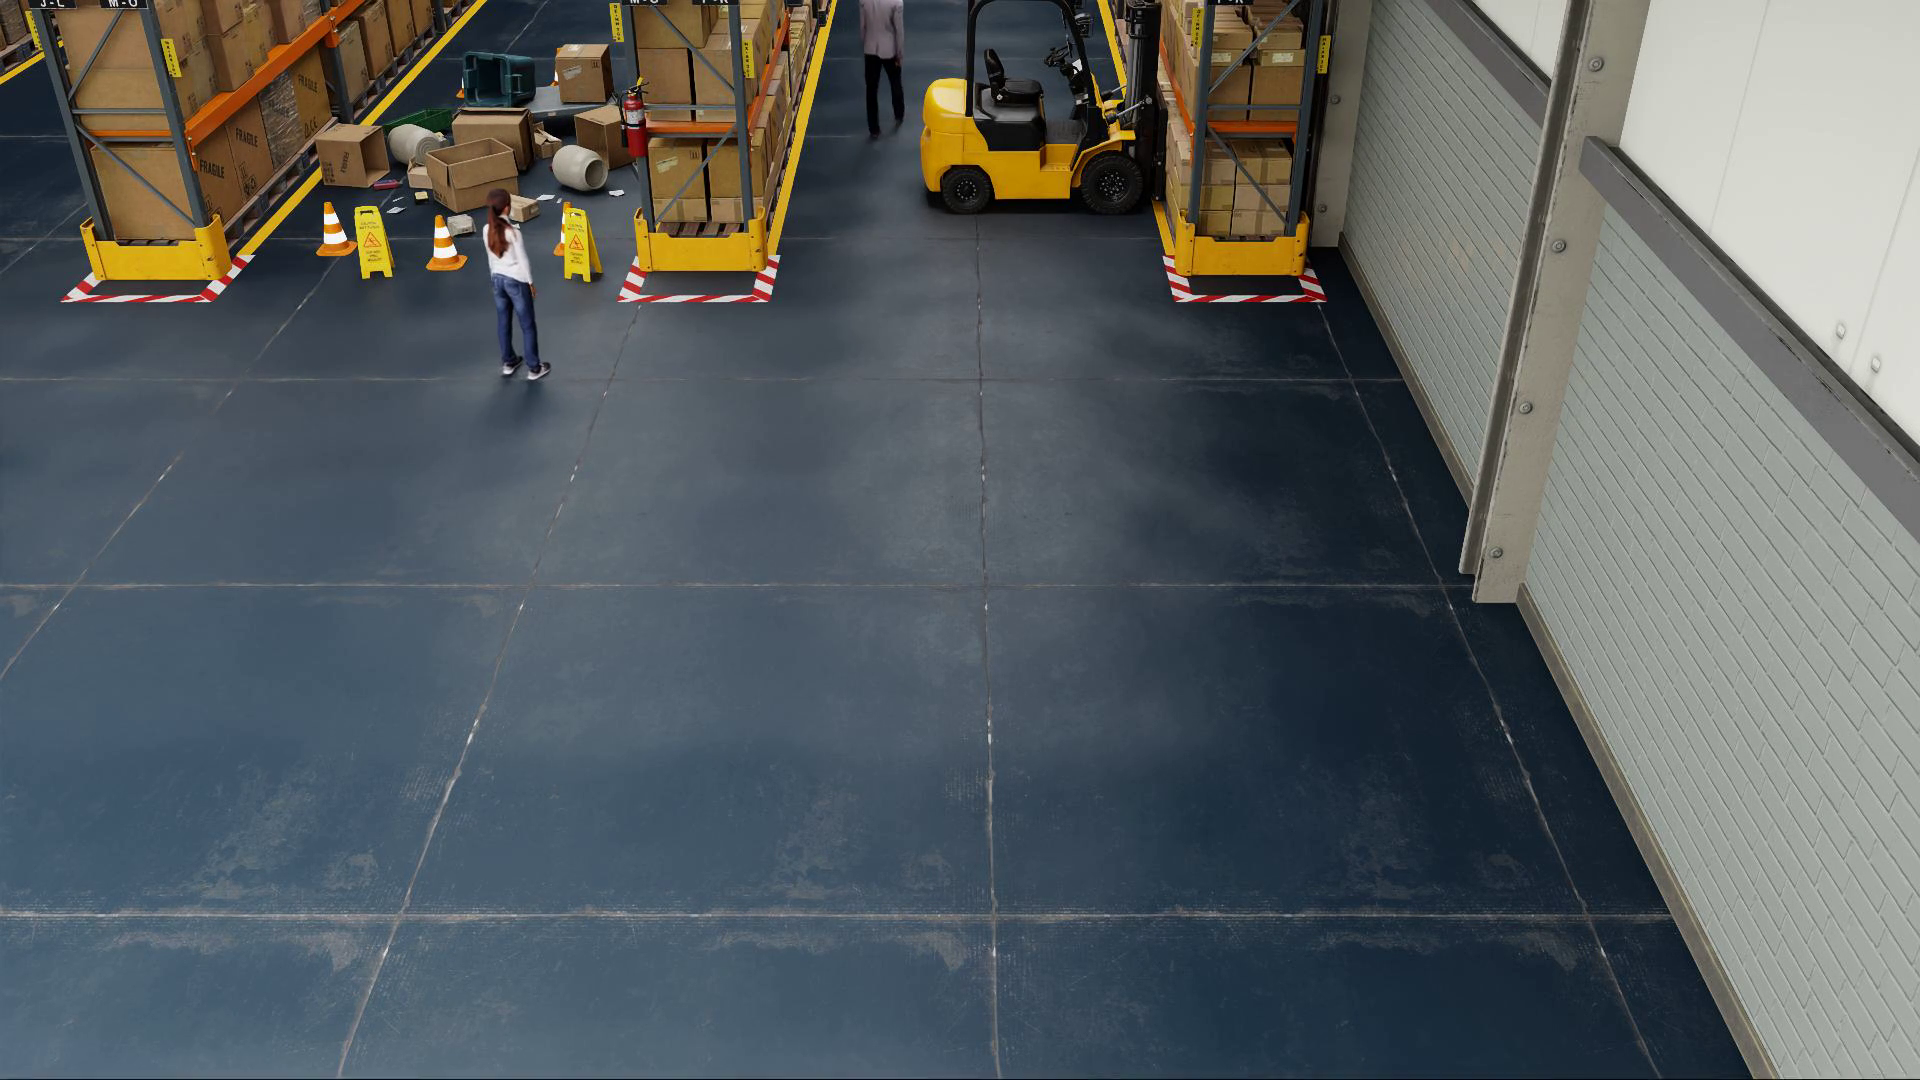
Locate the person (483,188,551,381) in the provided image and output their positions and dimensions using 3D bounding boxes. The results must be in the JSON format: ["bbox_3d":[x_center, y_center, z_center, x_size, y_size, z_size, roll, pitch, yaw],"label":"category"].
[{"bbox_3d":[-3.565,-2.029,13.162,0.614,1.557,0.629,12,34,18],"label":"person"}]

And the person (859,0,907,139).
[{"bbox_3d":[-0.885,-5.290,18.089,0.802,1.816,1.114,5,33,8],"label":"person"}]
